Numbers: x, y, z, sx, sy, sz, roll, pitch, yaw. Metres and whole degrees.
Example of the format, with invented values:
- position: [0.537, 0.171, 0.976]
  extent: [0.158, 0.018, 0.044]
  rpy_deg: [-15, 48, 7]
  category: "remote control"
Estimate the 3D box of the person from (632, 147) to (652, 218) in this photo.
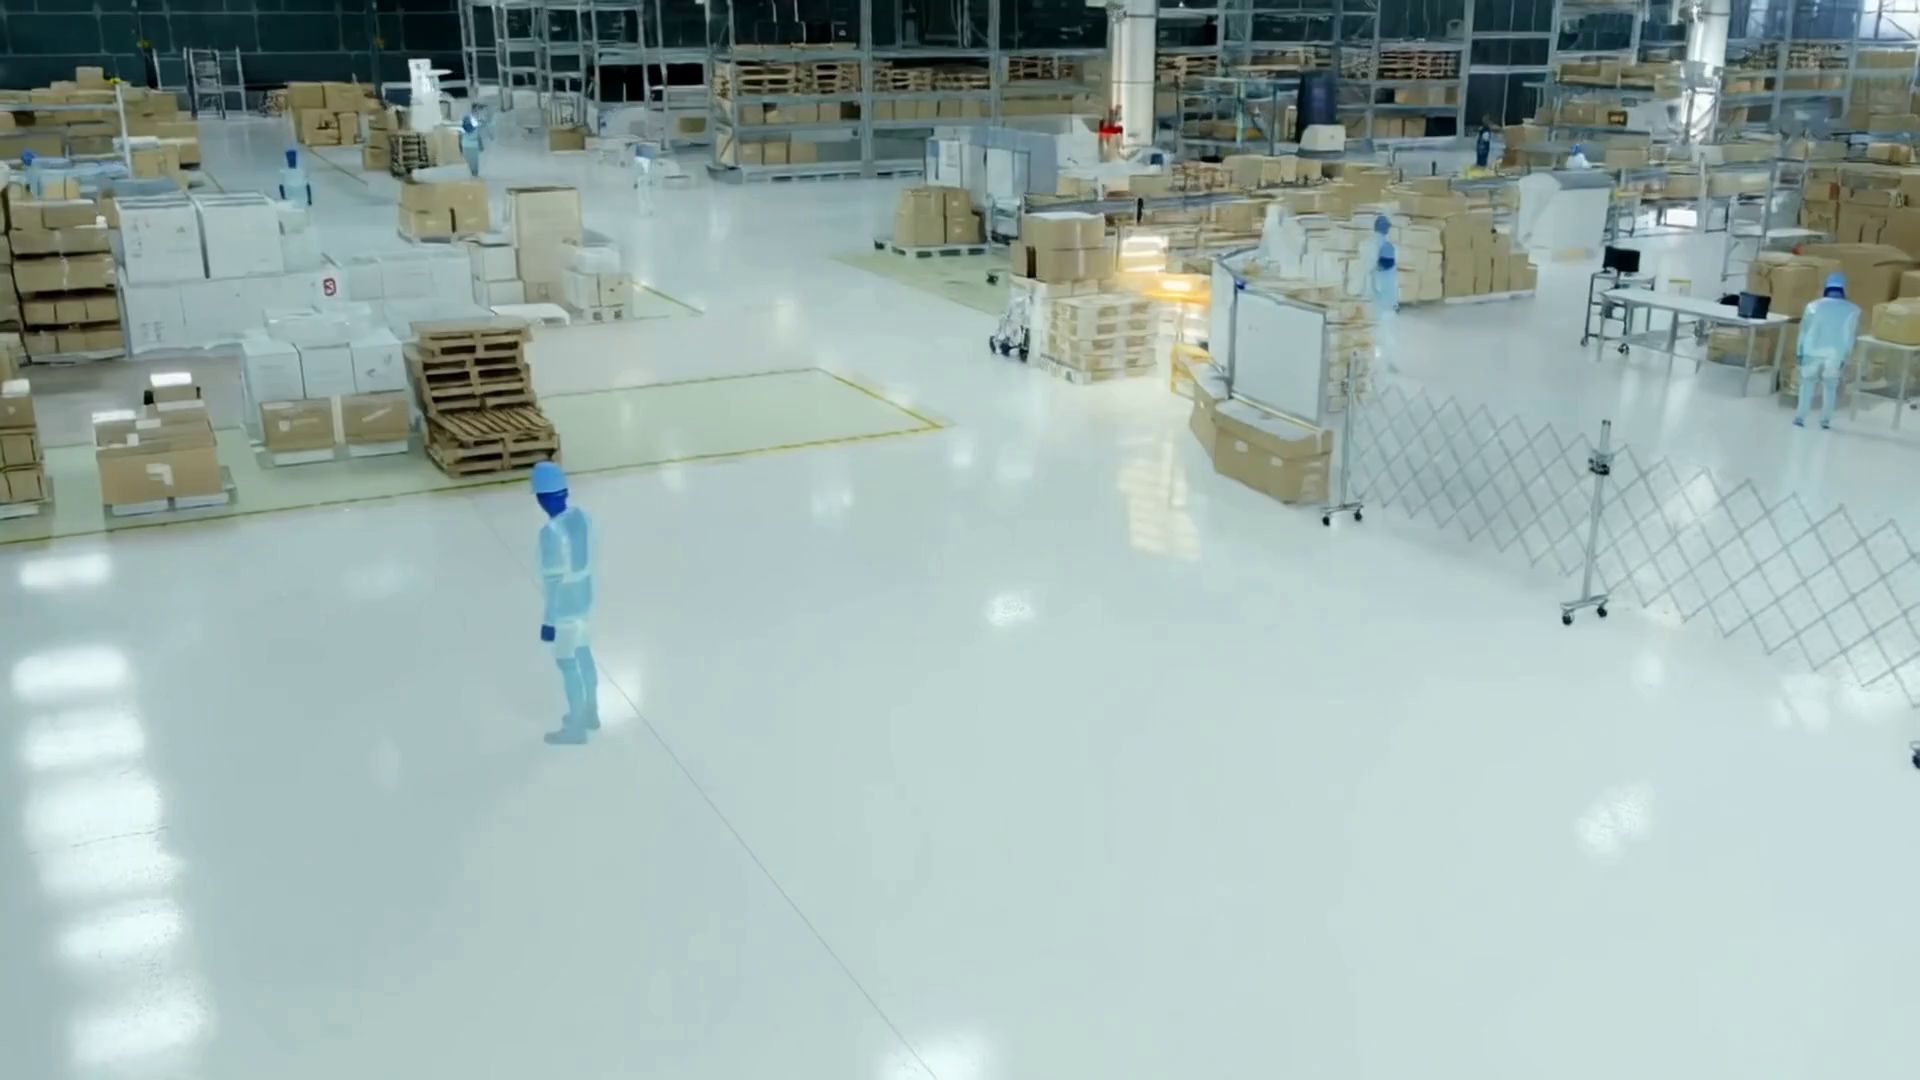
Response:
- position: [-7.453, -8.374, 38.945]
  extent: [0.370, 1.626, 0.536]
  rpy_deg: [13, 22, 35]
  category: "person"

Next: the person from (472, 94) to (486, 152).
- position: [-16.378, -14.178, 56.582]
  extent: [0.388, 1.930, 0.541]
  rpy_deg: [1, 18, 3]
  category: "person"

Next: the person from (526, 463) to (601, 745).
- position: [-2.642, 0.427, 11.039]
  extent: [0.375, 1.927, 0.543]
  rpy_deg: [4, 18, 12]
  category: "person"

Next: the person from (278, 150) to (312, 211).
- position: [-13.936, -7.214, 34.892]
  extent: [0.611, 1.919, 1.032]
  rpy_deg: [-6, 19, -18]
  category: "person"

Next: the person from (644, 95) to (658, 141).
- position: [-10.422, -13.981, 55.971]
  extent: [0.431, 1.918, 0.663]
  rpy_deg: [-7, 19, -22]
  category: "person"

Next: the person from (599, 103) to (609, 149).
- position: [-11.935, -13.878, 56.021]
  extent: [0.640, 1.677, 0.531]
  rpy_deg: [-7, 19, -21]
  category: "person"

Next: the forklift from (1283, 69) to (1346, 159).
- position: [11.615, -13.871, 54.079]
  extent: [1.129, 2.768, 1.873]
  rpy_deg: [-9, 20, -27]
  category: "forklift"

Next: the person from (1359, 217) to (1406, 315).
- position: [6.679, -4.320, 26.391]
  extent: [0.838, 1.589, 0.510]
  rpy_deg: [5, 18, 16]
  category: "person"

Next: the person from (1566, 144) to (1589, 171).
- position: [13.649, -7.889, 37.085]
  extent: [1.010, 1.847, 0.664]
  rpy_deg: [-7, 19, -20]
  category: "person"

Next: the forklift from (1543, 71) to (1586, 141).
- position: [18.685, -13.231, 52.085]
  extent: [1.873, 2.768, 1.129]
  rpy_deg: [-9, 20, -26]
  category: "forklift"

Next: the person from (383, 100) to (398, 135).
- position: [-18.183, -13.105, 53.245]
  extent: [0.396, 1.926, 0.641]
  rpy_deg: [-5, 19, -16]
  category: "person"

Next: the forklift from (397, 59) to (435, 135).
- position: [-20.816, -17.160, 64.332]
  extent: [1.873, 2.768, 1.129]
  rpy_deg: [8, 19, 24]
  category: "forklift"

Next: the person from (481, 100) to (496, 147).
- position: [-16.696, -14.735, 58.831]
  extent: [0.518, 1.603, 0.815]
  rpy_deg: [-10, 20, -28]
  category: "person"

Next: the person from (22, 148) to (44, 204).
- position: [-19.914, -7.526, 35.948]
  extent: [0.582, 1.858, 0.538]
  rpy_deg: [-9, 20, -25]
  category: "person"

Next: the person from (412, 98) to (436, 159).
- position: [-17.295, -13.290, 53.772]
  extent: [0.992, 1.936, 0.648]
  rpy_deg: [8, 20, 24]
  category: "person"

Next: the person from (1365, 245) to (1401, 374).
- position: [5.707, -3.094, 22.357]
  extent: [0.508, 1.711, 0.769]
  rpy_deg: [-4, 18, -12]
  category: "person"

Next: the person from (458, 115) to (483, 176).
- position: [-13.724, -10.929, 46.538]
  extent: [0.623, 1.867, 0.988]
  rpy_deg: [-1, 18, -5]
  category: "person"

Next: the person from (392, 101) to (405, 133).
- position: [-19.022, -13.972, 56.298]
  extent: [0.322, 1.697, 0.532]
  rpy_deg: [12, 22, 34]
  category: "person"

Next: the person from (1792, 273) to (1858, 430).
- position: [10.060, -2.189, 19.369]
  extent: [0.595, 1.824, 0.404]
  rpy_deg: [6, 19, 17]
  category: "person"

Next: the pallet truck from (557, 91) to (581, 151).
- position: [-13.495, -14.412, 57.188]
  extent: [0.823, 1.965, 1.885]
  rpy_deg: [-3, 18, -9]
  category: "pallet truck"

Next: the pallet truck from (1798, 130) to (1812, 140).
- position: [25.526, -11.556, 49.408]
  extent: [1.630, 1.274, 0.653]
  rpy_deg: [-9, 20, -26]
  category: "pallet truck"

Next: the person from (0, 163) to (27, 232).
- position: [-17.474, -5.905, 30.598]
  extent: [0.684, 2.000, 0.538]
  rpy_deg: [-6, 19, -19]
  category: "person"

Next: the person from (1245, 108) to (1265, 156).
- position: [8.811, -11.936, 49.660]
  extent: [0.545, 1.895, 1.004]
  rpy_deg: [0, 18, -1]
  category: "person"

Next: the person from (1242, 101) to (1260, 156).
- position: [9.483, -13.427, 54.313]
  extent: [0.641, 1.889, 0.648]
  rpy_deg: [-11, 21, -31]
  category: "person"

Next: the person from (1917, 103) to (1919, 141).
- position: [35.639, -15.700, 61.312]
  extent: [0.630, 1.918, 1.099]
  rpy_deg: [13, 22, 35]
  category: "person"

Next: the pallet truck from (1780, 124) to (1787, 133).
- position: [25.206, -12.542, 52.601]
  extent: [1.601, 1.201, 0.680]
  rpy_deg: [0, 18, -2]
  category: "pallet truck"

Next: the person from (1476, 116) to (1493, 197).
- position: [13.609, -9.961, 43.239]
  extent: [0.370, 2.044, 0.608]
  rpy_deg: [-1, 18, -3]
  category: "person"
